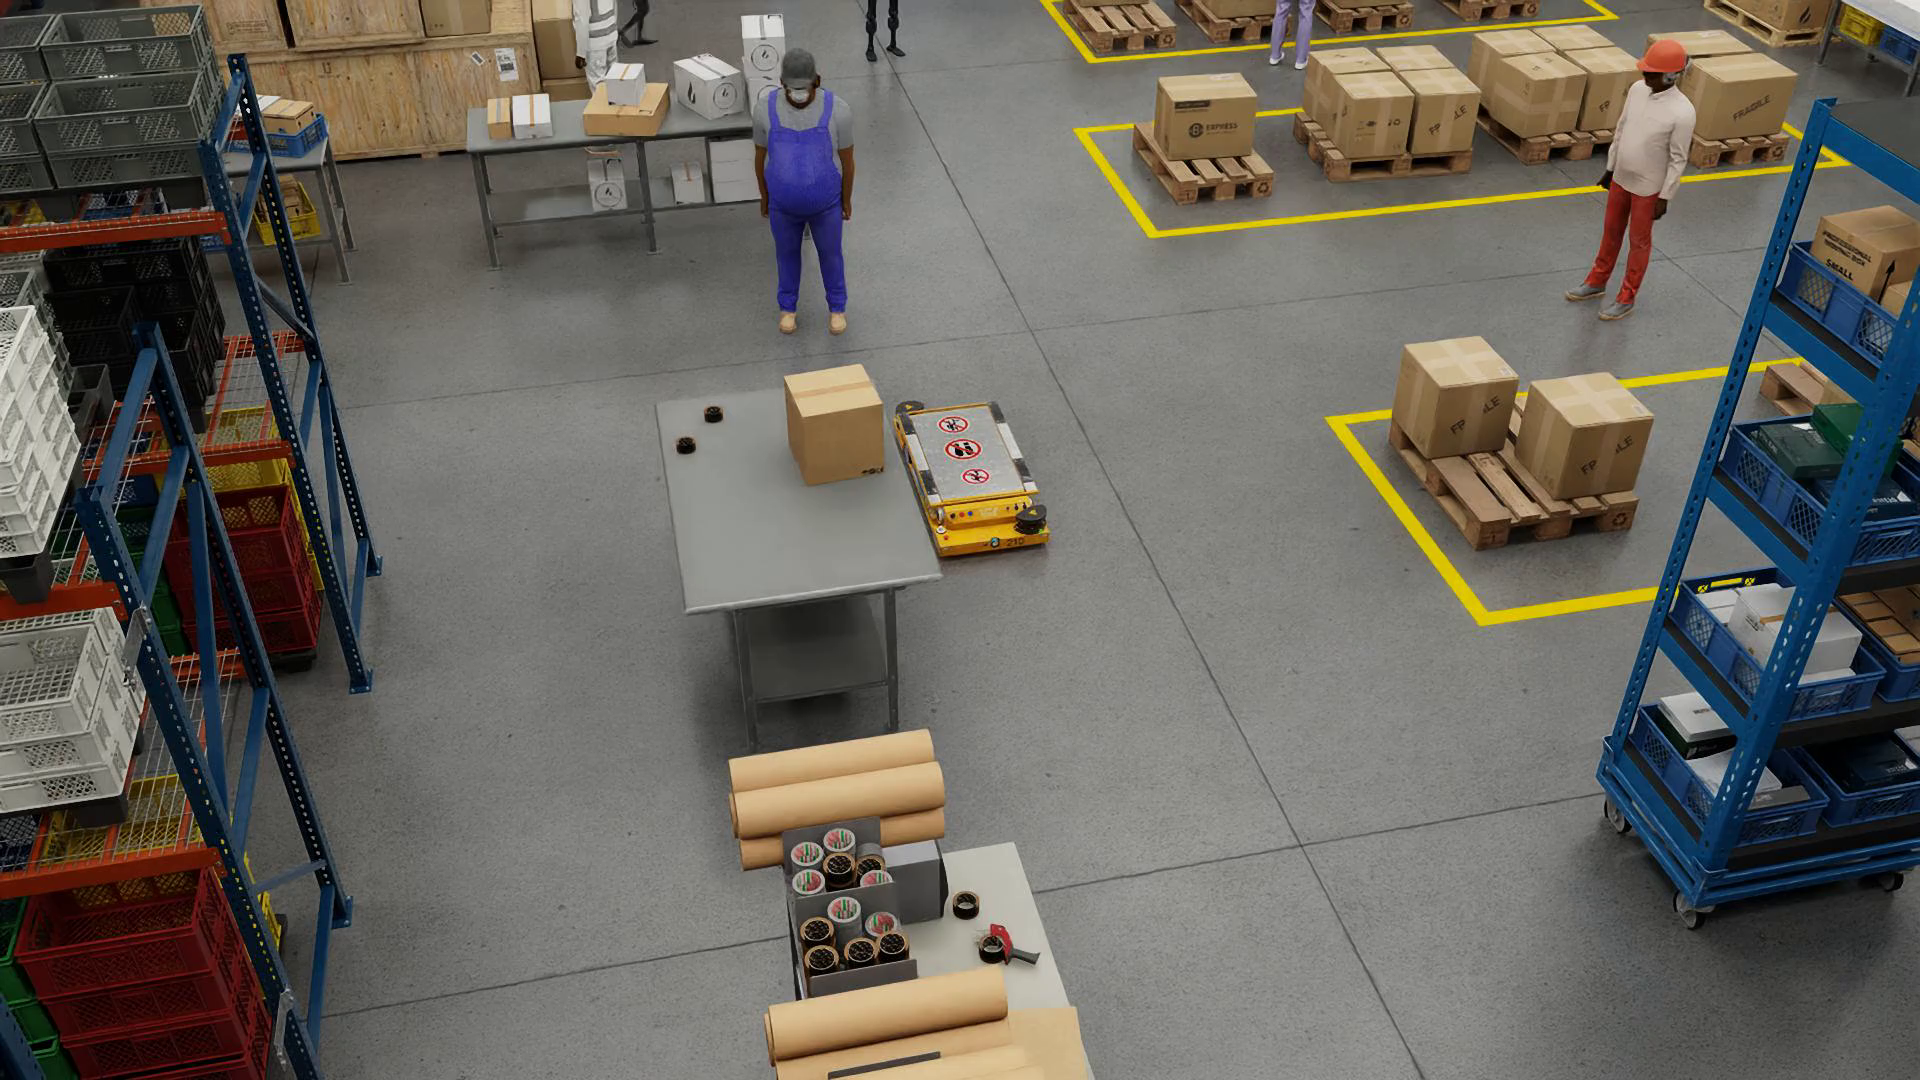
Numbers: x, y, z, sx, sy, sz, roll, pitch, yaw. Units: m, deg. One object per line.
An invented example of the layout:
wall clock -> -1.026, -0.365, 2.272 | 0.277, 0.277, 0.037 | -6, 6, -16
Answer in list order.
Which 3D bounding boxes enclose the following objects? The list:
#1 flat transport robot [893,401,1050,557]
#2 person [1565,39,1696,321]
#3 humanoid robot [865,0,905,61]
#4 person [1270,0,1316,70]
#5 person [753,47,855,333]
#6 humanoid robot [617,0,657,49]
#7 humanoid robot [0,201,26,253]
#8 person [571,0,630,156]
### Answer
flat transport robot -> 0.046, -0.430, 10.108 | 0.652, 0.197, 1.431 | -8, 37, -10
person -> 4.654, -2.468, 11.431 | 0.388, 1.989, 0.610 | -14, 39, -18
humanoid robot -> -0.712, -5.329, 15.524 | 0.586, 1.657, 0.330 | -16, 40, -21
person -> 3.156, -5.316, 15.322 | 0.579, 1.919, 0.397 | 14, 39, 18
person -> -1.044, -2.335, 11.209 | 0.678, 2.000, 0.535 | 1, 37, 2
humanoid robot -> -3.069, -5.487, 15.754 | 0.498, 1.637, 0.590 | -4, 37, -5
humanoid robot -> -6.464, -1.825, 10.890 | 0.782, 1.614, 0.587 | 2, 37, 3
person -> -3.003, -4.119, 13.737 | 0.352, 1.882, 0.579 | 13, 38, 16
